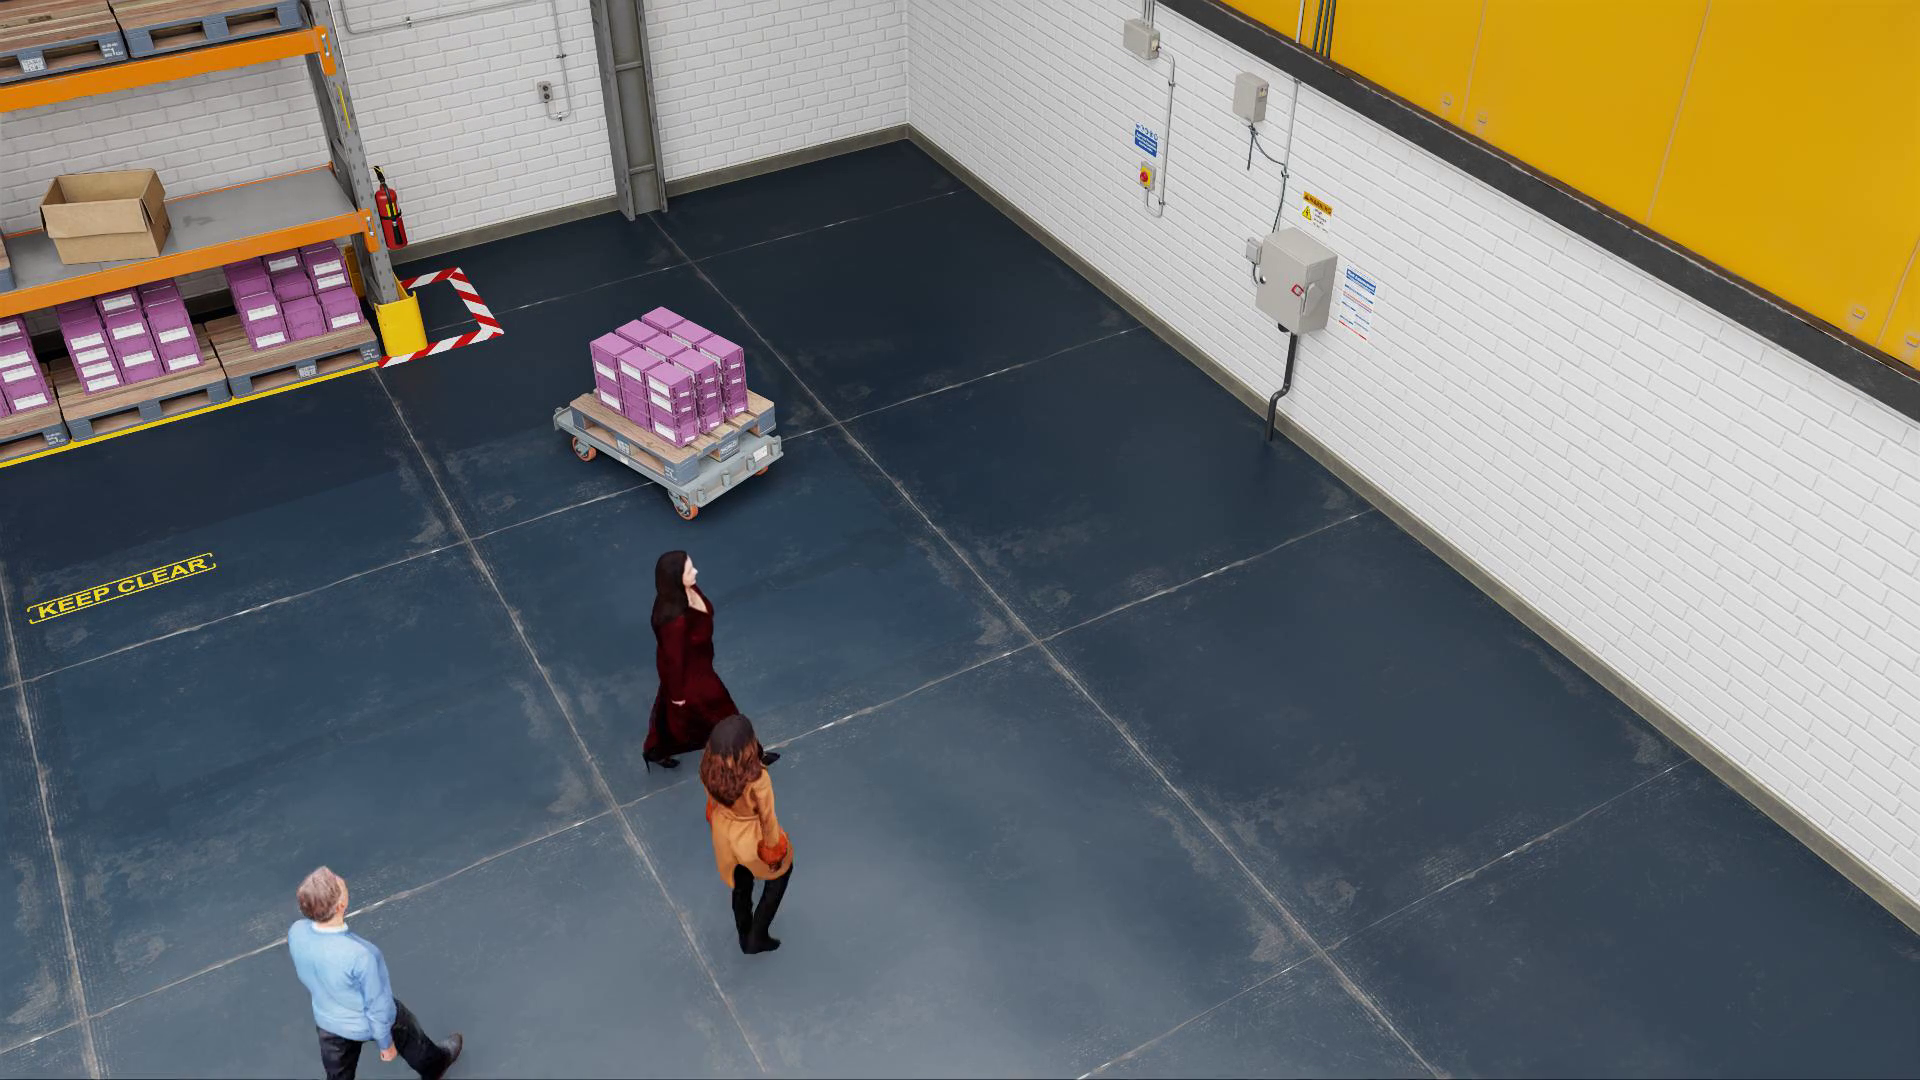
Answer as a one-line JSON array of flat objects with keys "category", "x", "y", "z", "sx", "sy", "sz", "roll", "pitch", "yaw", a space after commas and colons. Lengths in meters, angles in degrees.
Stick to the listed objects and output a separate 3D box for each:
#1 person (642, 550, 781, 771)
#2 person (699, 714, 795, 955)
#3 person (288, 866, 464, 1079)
[{"category": "person", "x": -1.690, "y": 0.777, "z": 9.742, "sx": 1.163, "sy": 1.706, "sz": 0.925, "roll": -6, "pitch": 39, "yaw": -7}, {"category": "person", "x": -1.172, "y": 1.621, "z": 8.681, "sx": 0.835, "sy": 1.711, "sz": 0.858, "roll": 18, "pitch": 42, "yaw": 21}, {"category": "person", "x": -2.894, "y": 2.296, "z": 7.793, "sx": 1.152, "sy": 1.765, "sz": 1.256, "roll": 13, "pitch": 40, "yaw": 16}]
